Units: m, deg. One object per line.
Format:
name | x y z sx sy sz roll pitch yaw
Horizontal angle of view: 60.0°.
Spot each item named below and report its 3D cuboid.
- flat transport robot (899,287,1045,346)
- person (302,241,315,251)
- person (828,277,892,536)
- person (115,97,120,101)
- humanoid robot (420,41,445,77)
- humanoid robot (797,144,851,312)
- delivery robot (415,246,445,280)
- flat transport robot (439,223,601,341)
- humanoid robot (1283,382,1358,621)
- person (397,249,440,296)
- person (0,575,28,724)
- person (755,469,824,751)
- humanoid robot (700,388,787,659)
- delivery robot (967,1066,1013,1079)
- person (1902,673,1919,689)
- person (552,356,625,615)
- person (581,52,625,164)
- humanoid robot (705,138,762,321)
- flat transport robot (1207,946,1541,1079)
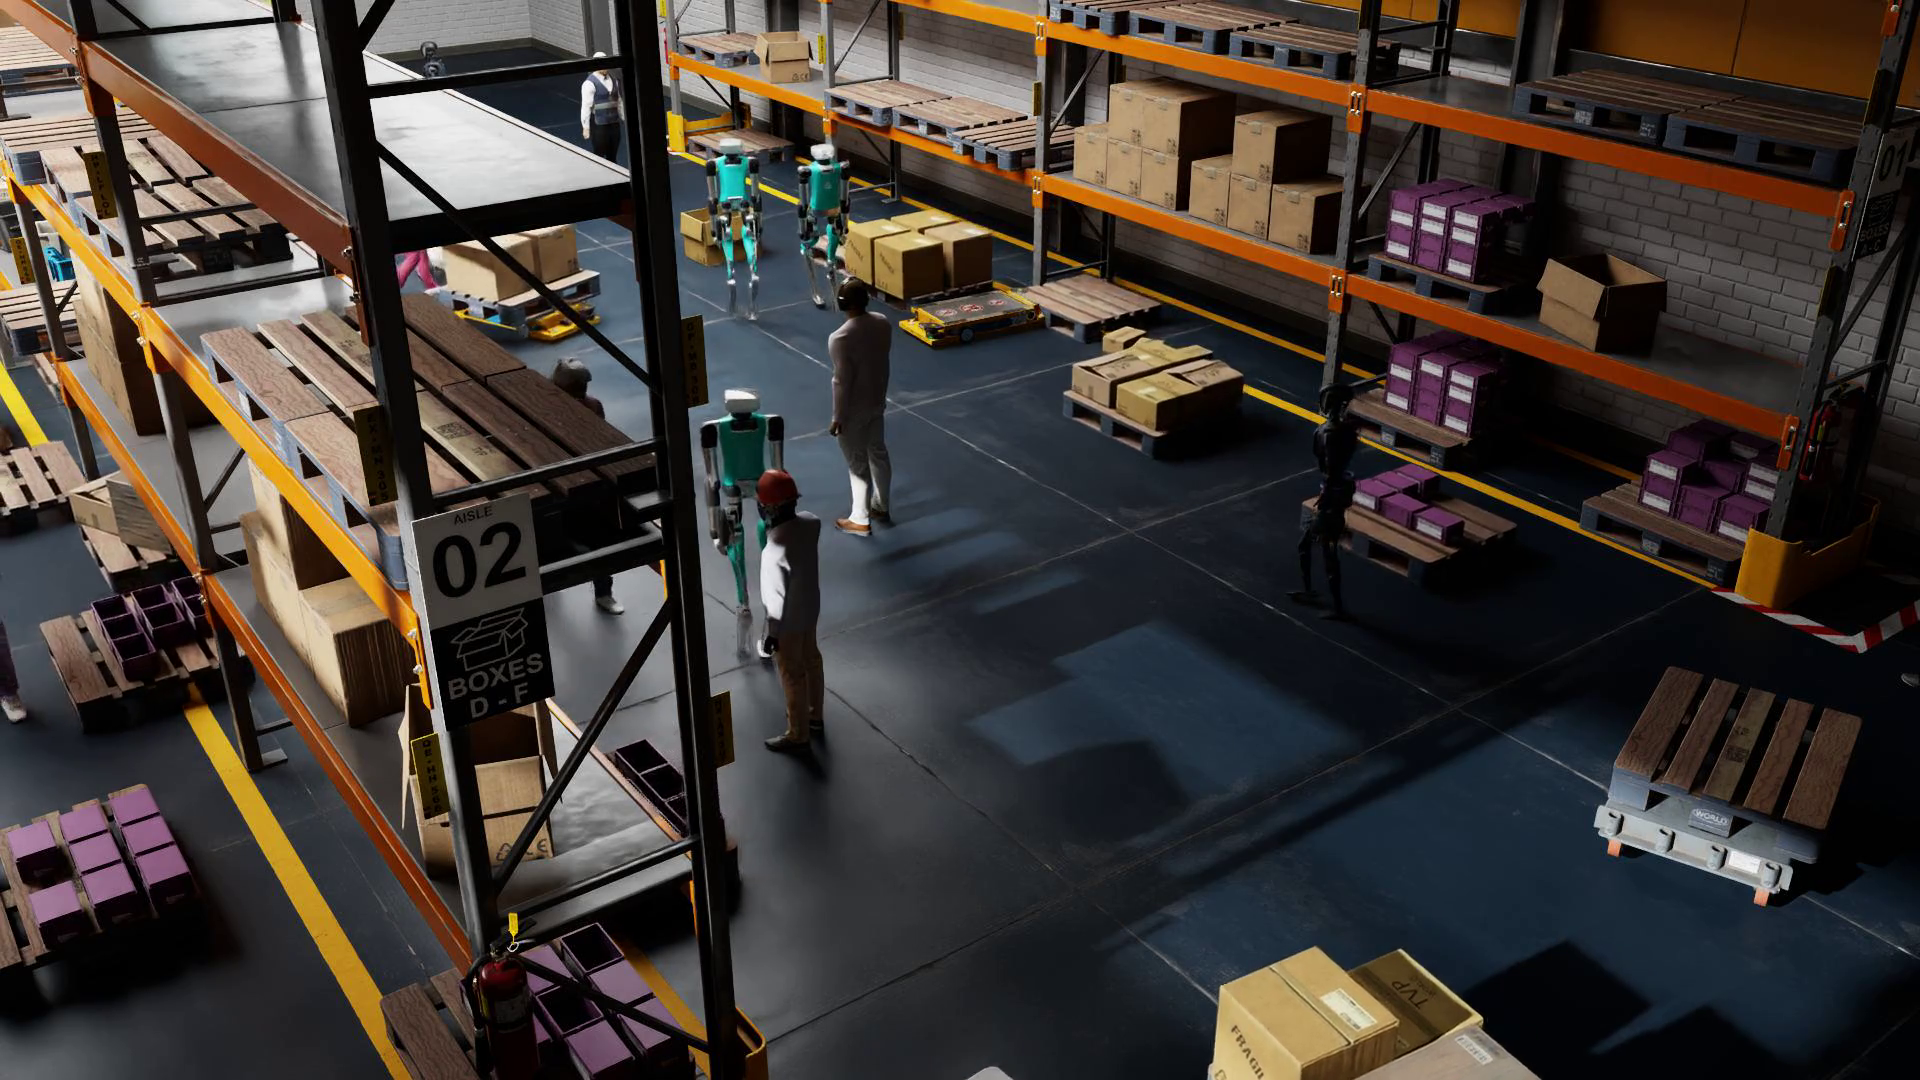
flat transport robot | 0.181 -2.195 16.354 1.431 0.231 0.659 -15 30 -27
person | -5.673 -2.084 14.528 0.643 1.703 0.584 23 34 37
person | -0.727 -0.964 12.051 0.367 1.936 0.629 17 31 30
person | -10.644 -5.429 20.868 0.608 1.995 0.376 21 33 35
humanoid robot | -6.783 -5.653 21.660 0.338 1.650 0.589 -8 28 -15
humanoid robot | -1.407 -3.087 16.567 0.537 1.821 0.820 -10 28 -19
delivery robot | -5.391 -3.010 17.639 0.769 0.580 0.499 19 33 33
flat transport robot | -4.325 -2.264 16.490 1.431 0.231 0.659 16 31 29
humanoid robot | 2.394 -0.250 10.931 0.554 1.640 0.612 8 28 16
person | -5.593 -3.195 16.841 0.688 1.608 0.517 -18 32 -31
person | -6.056 0.140 9.934 0.627 1.868 0.960 -20 33 -34
person | -0.988 0.403 9.537 0.336 1.746 0.561 9 28 18
humanoid robot | -1.266 0.011 10.389 0.549 1.821 0.781 -9 28 -18
delivery robot | -0.045 2.495 6.728 0.817 0.614 0.499 -21 33 -35
person | 6.193 0.051 10.012 0.498 1.953 0.413 -16 31 -29
person | -2.571 -0.390 11.031 0.649 1.824 0.535 24 35 39
person | -4.379 -5.129 20.530 0.445 1.758 0.762 18 32 32
humanoid robot | -2.164 -2.973 16.298 0.531 1.819 0.690 -7 27 -13
flat transport robot | 1.795 2.591 6.834 1.431 0.231 0.659 -14 30 -26
